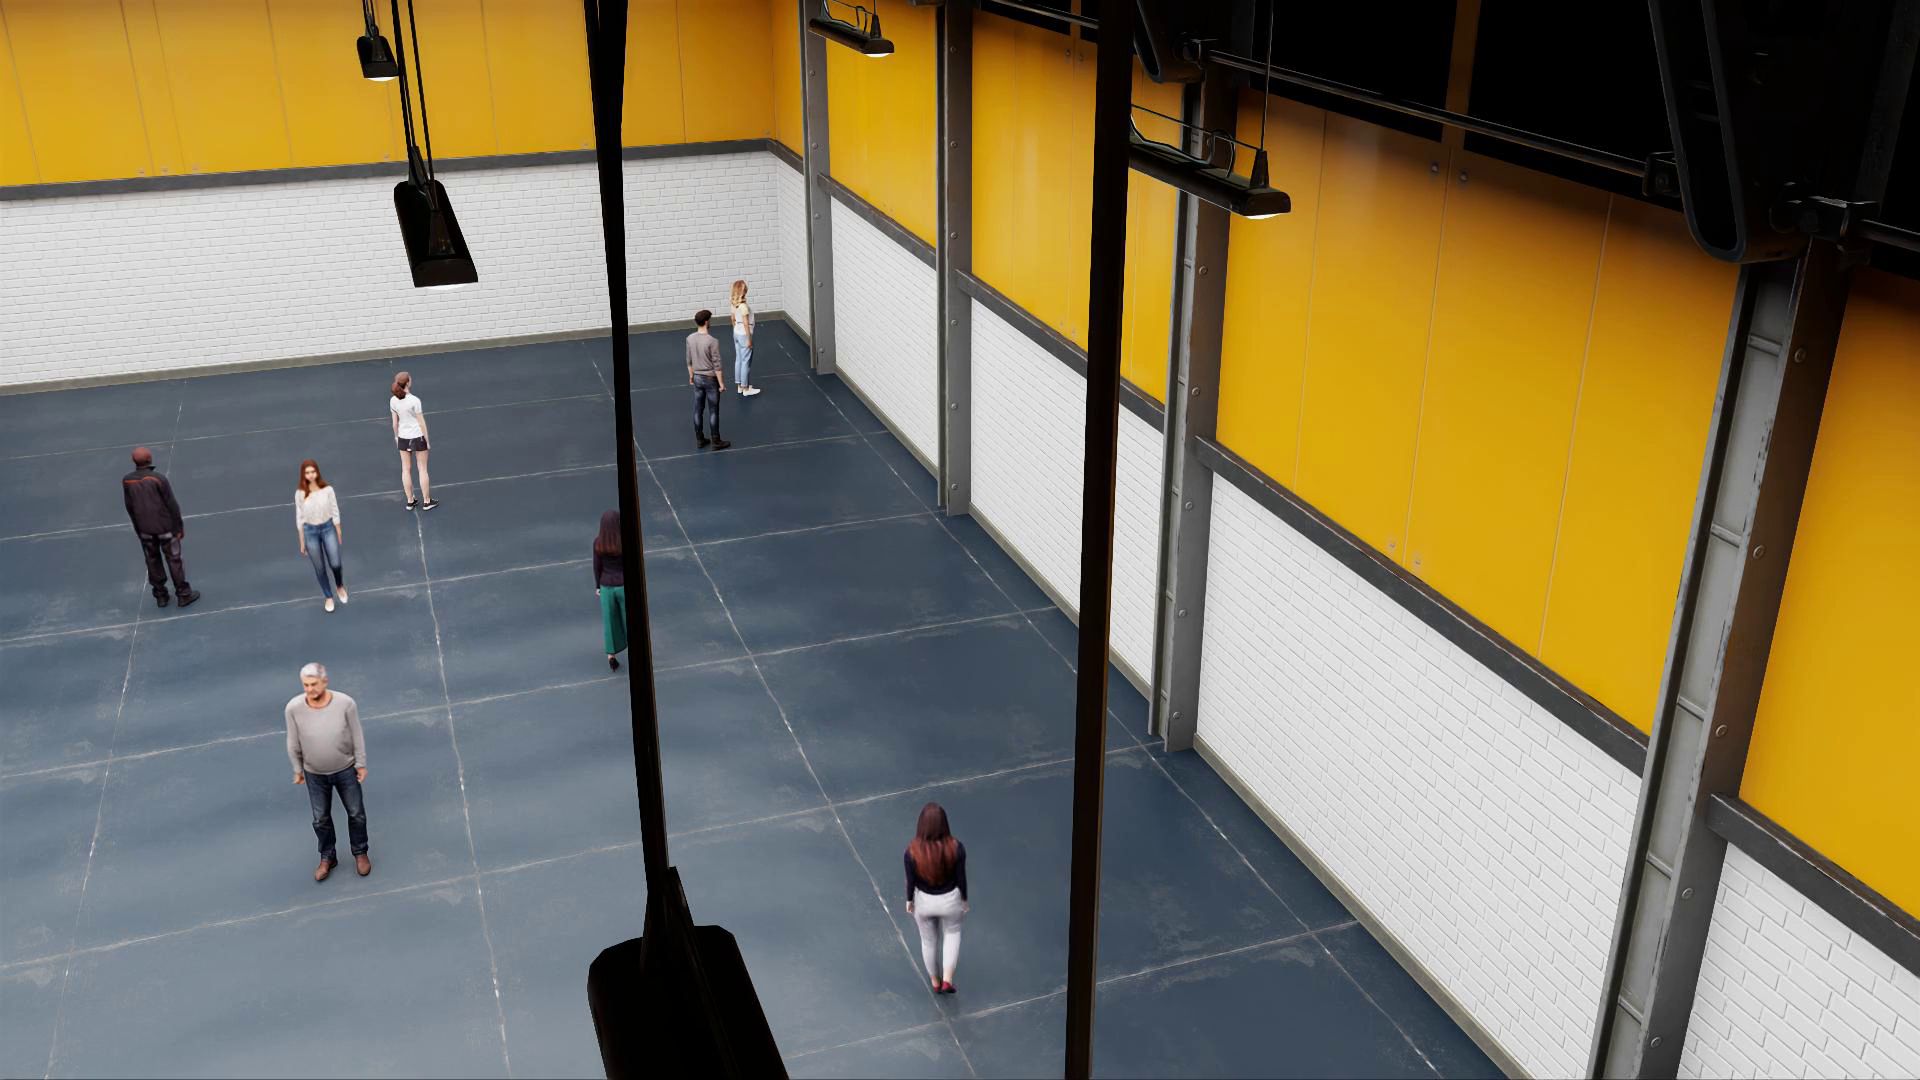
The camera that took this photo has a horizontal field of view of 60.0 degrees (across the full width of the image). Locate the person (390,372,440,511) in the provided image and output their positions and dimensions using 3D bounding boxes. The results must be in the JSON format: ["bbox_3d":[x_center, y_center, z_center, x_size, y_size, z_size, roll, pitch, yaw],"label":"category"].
[{"bbox_3d":[-6.739,-1.219,20.434,0.663,1.752,0.686,3,24,6],"label":"person"}]

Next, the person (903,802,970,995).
[{"bbox_3d":[-0.152,2.616,11.851,0.723,1.599,0.791,-1,24,-2],"label":"person"}]

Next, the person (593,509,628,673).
[{"bbox_3d":[-3.391,0.504,16.508,0.702,1.738,0.684,3,24,7],"label":"person"}]

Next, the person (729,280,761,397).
[{"bbox_3d":[-3.204,-2.988,24.516,0.735,1.723,0.572,-15,28,-31],"label":"person"}]

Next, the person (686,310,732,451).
[{"bbox_3d":[-3.427,-2.156,22.389,0.754,1.903,0.822,11,26,24],"label":"person"}]

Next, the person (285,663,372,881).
[{"bbox_3d":[-5.033,1.814,13.297,0.765,1.910,0.683,-4,24,-10],"label":"person"}]

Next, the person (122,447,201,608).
[{"bbox_3d":[-8.642,-0.147,17.889,0.768,1.826,0.717,-1,24,-1],"label":"person"}]

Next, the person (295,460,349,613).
[{"bbox_3d":[-6.881,-0.080,17.868,0.587,1.719,0.615,-7,25,-16],"label":"person"}]
